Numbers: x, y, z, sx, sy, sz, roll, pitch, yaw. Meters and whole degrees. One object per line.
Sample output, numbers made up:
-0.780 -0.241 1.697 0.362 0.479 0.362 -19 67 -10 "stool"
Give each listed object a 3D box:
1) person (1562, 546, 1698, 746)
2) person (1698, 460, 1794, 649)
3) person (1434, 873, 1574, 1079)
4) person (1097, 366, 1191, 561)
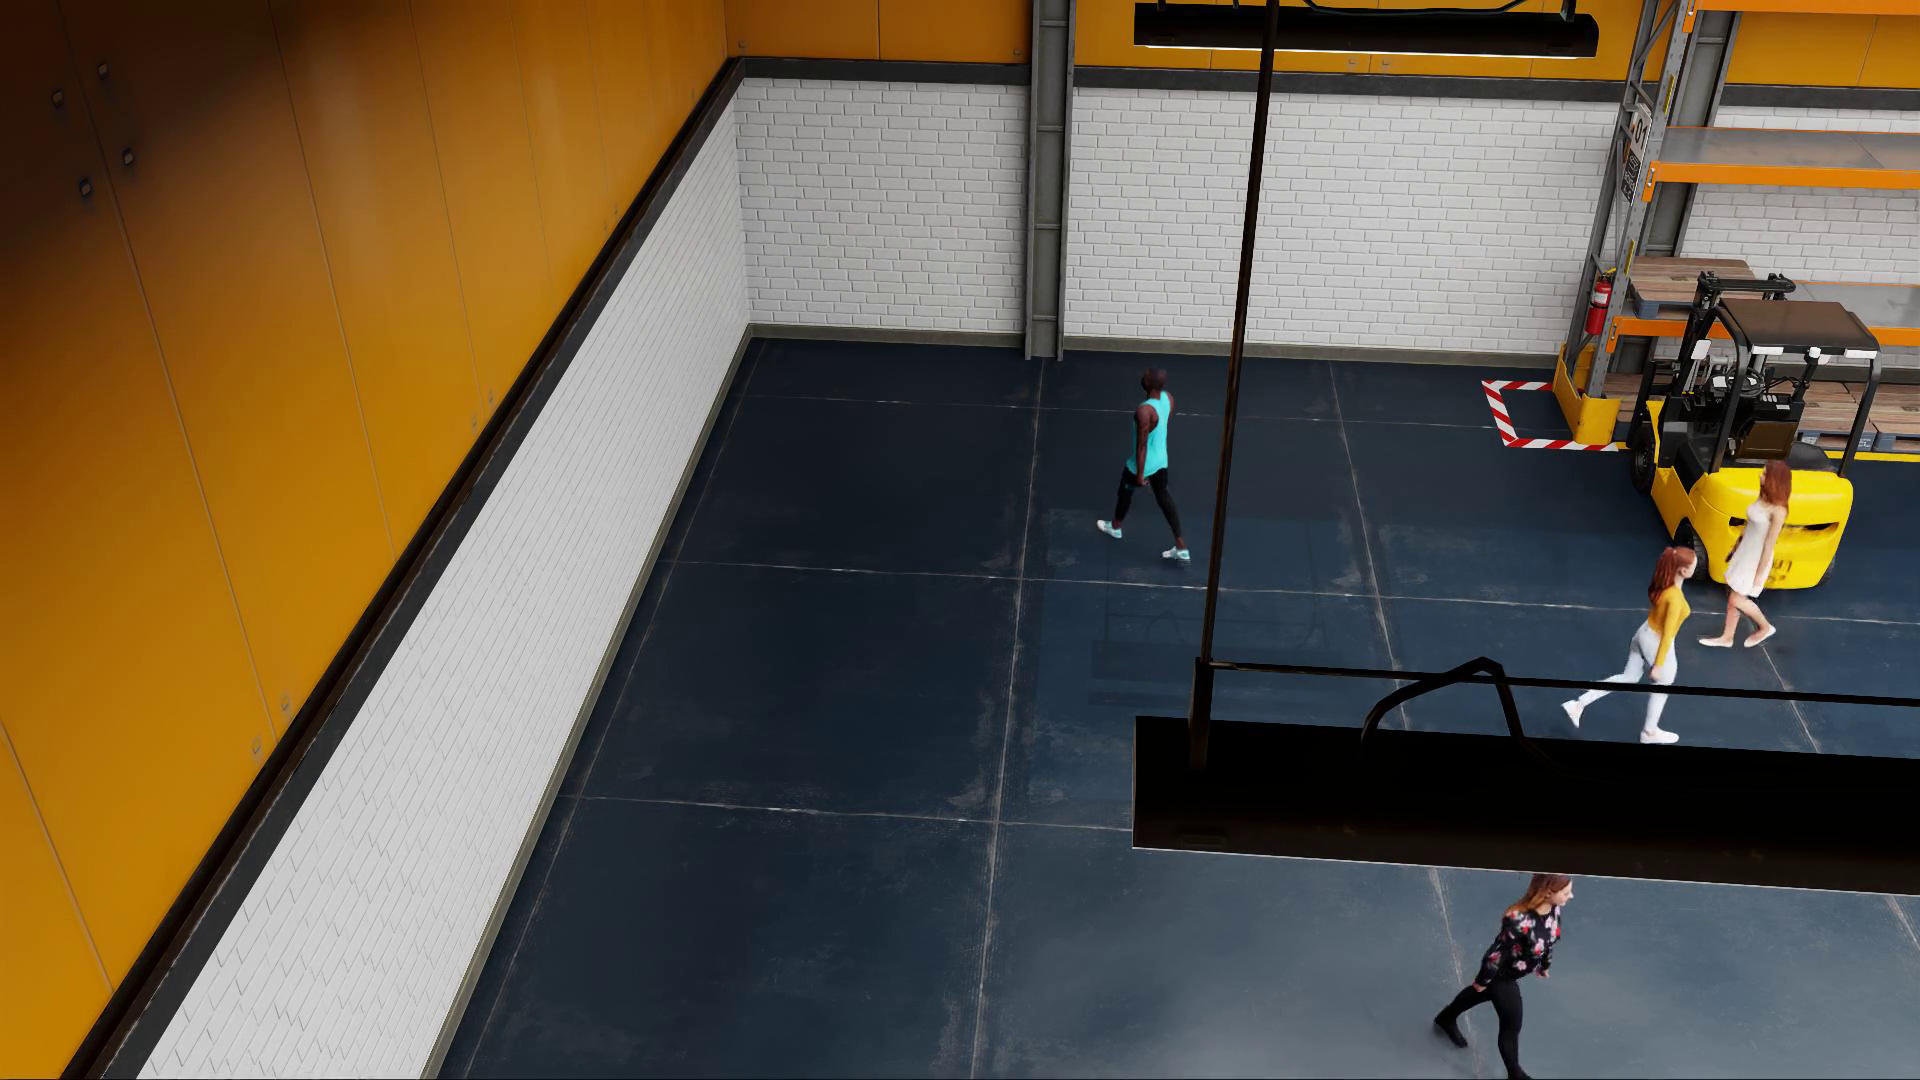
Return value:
4.880 0.781 11.934 1.107 1.730 0.621 1 34 2 "person"
6.244 0.151 12.913 0.742 1.694 0.579 2 34 3 "person"
3.063 2.414 9.556 0.996 1.641 1.096 -24 41 -32 "person"
1.671 -0.603 13.985 1.253 1.765 1.129 28 43 35 "person"
